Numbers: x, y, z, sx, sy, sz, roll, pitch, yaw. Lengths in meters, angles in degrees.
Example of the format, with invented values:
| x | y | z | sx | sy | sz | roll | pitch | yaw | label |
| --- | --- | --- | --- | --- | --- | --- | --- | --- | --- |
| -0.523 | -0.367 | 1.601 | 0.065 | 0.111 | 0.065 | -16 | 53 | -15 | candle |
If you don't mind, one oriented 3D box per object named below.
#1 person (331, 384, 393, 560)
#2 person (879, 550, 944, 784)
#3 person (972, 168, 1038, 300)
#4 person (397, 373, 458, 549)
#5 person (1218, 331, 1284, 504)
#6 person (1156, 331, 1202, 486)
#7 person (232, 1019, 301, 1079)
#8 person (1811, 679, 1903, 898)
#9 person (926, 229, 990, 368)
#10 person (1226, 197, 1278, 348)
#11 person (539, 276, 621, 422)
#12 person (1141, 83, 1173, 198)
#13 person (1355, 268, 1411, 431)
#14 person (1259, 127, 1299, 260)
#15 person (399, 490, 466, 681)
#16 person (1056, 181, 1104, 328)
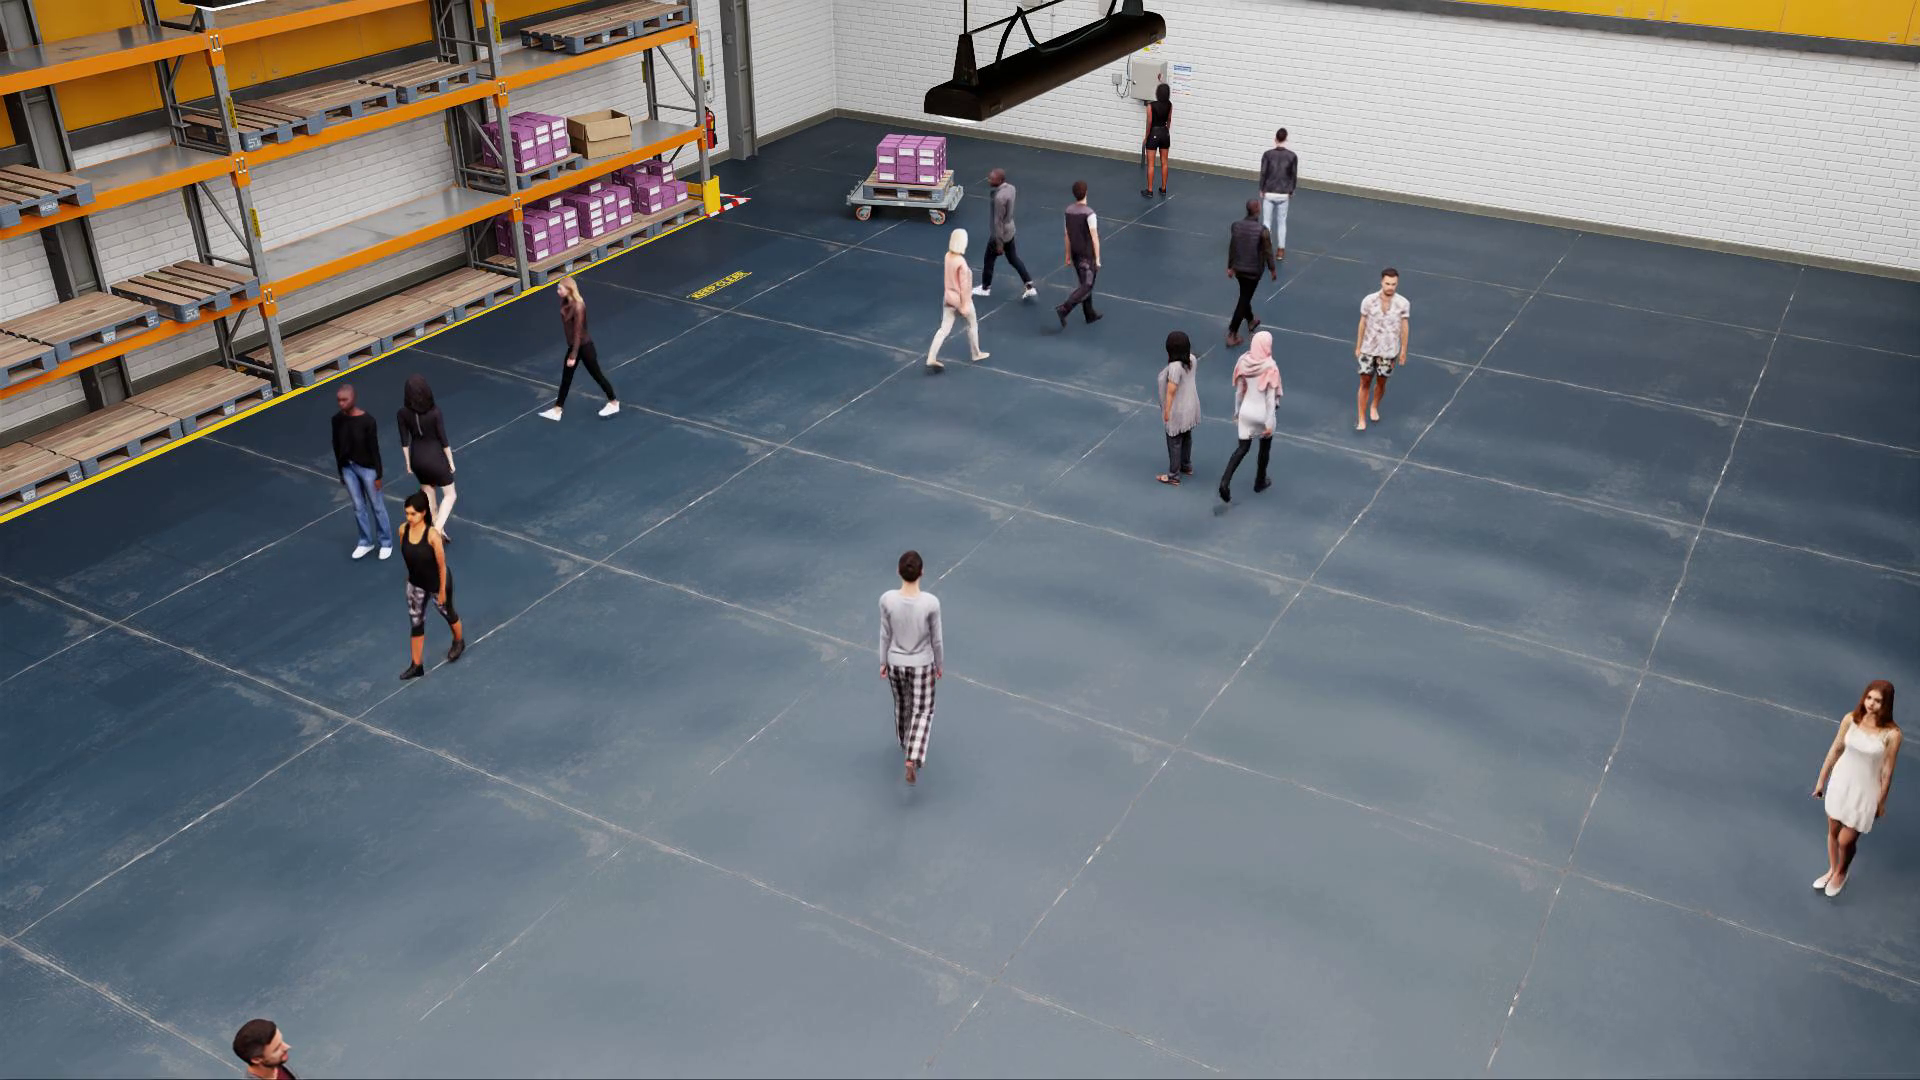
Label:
| x | y | z | sx | sy | sz | roll | pitch | yaw | label |
| --- | --- | --- | --- | --- | --- | --- | --- | --- | --- |
| -5.597 | -0.654 | 15.559 | 0.671 | 1.750 | 0.670 | 2 | 29 | 4 | person |
| -0.378 | 0.976 | 12.495 | 0.869 | 1.823 | 1.112 | 4 | 29 | 8 | person |
| 0.647 | -3.917 | 21.517 | 0.905 | 1.773 | 1.128 | 14 | 32 | 24 | person |
| -4.964 | -0.650 | 15.507 | 0.814 | 1.793 | 0.970 | 3 | 29 | 5 | person |
| 2.885 | -1.193 | 16.519 | 0.770 | 1.777 | 1.155 | 23 | 36 | 35 | person |
| 2.255 | -1.371 | 17.026 | 0.697 | 1.603 | 0.607 | 18 | 33 | 29 | person |
| -3.411 | 3.161 | 8.436 | 0.838 | 1.874 | 0.770 | -6 | 29 | -11 | person |
| 6.158 | 1.667 | 11.353 | 0.721 | 1.703 | 0.696 | -17 | 33 | -28 | person |
| -0.106 | -2.794 | 19.553 | 1.198 | 1.683 | 0.912 | -19 | 34 | -31 | person |
| 3.446 | -3.220 | 20.213 | 1.154 | 1.798 | 0.896 | -25 | 37 | -38 | person |
| -4.071 | -2.073 | 18.275 | 1.213 | 1.641 | 0.936 | -19 | 34 | -30 | person |
| 3.061 | -6.196 | 25.731 | 0.638 | 1.738 | 0.730 | -12 | 31 | -21 | person |
| 4.607 | -2.138 | 18.238 | 0.888 | 1.790 | 1.062 | 6 | 29 | 10 | person |
| 4.398 | -4.805 | 23.079 | 0.728 | 1.836 | 0.690 | 2 | 29 | 5 | person |
| -4.388 | 0.311 | 13.911 | 0.758 | 1.634 | 1.044 | 8 | 30 | 14 | person |
| 1.471 | -3.522 | 20.752 | 1.127 | 1.812 | 0.926 | -19 | 34 | -31 | person |
